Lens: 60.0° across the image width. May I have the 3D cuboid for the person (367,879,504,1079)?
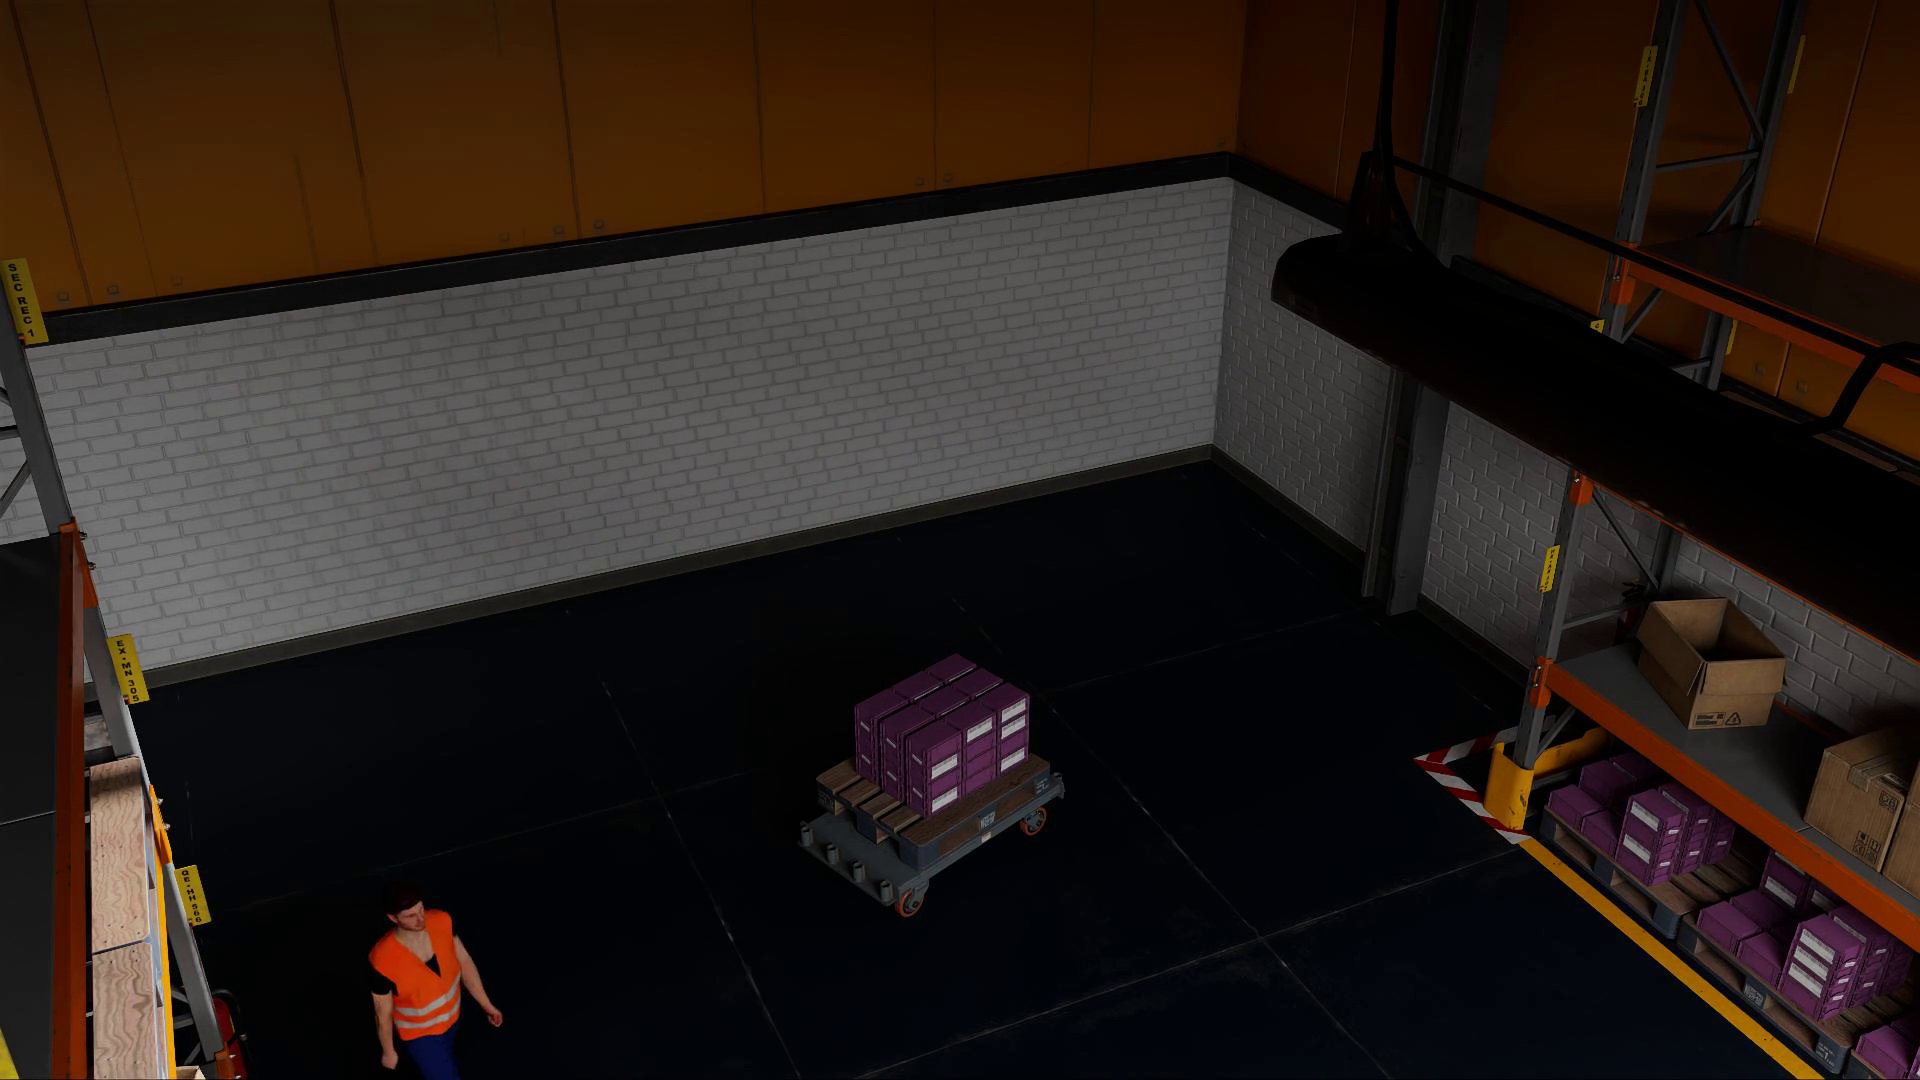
[{"bbox_3d":[-2.789,2.441,8.537,1.257,1.840,1.145,13,31,22],"label":"person"}]
